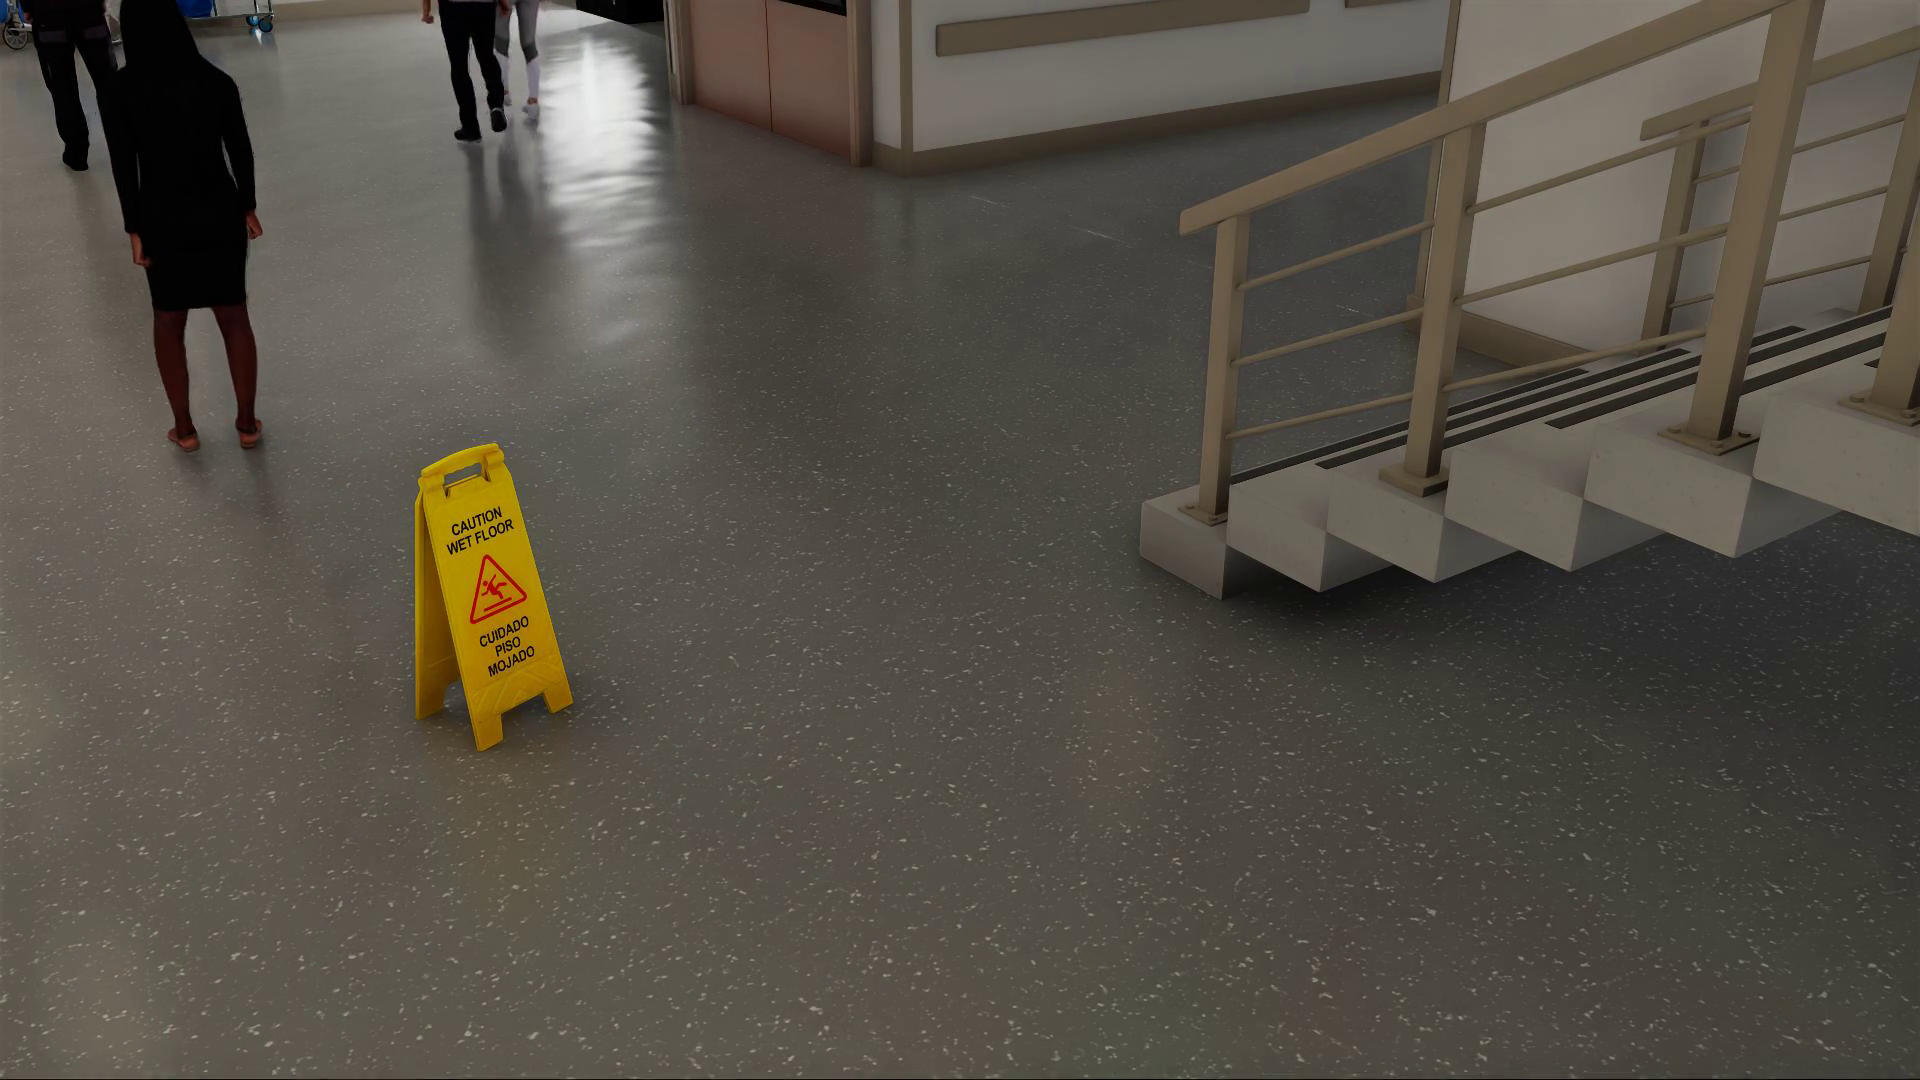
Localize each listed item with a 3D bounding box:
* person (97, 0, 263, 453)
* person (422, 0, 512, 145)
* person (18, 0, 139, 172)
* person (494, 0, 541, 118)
[{"bbox_3d":[-2.754,-1.120,6.025,0.658,1.719,0.612,-13,29,-25],"label":"person"},{"bbox_3d":[-3.182,-3.524,10.884,0.723,1.828,0.677,-20,32,-35],"label":"person"},{"bbox_3d":[-5.529,-3.283,10.285,0.702,1.914,0.602,-15,29,-28],"label":"person"},{"bbox_3d":[-3.104,-3.825,11.675,0.646,1.682,0.927,-15,29,-27],"label":"person"}]
